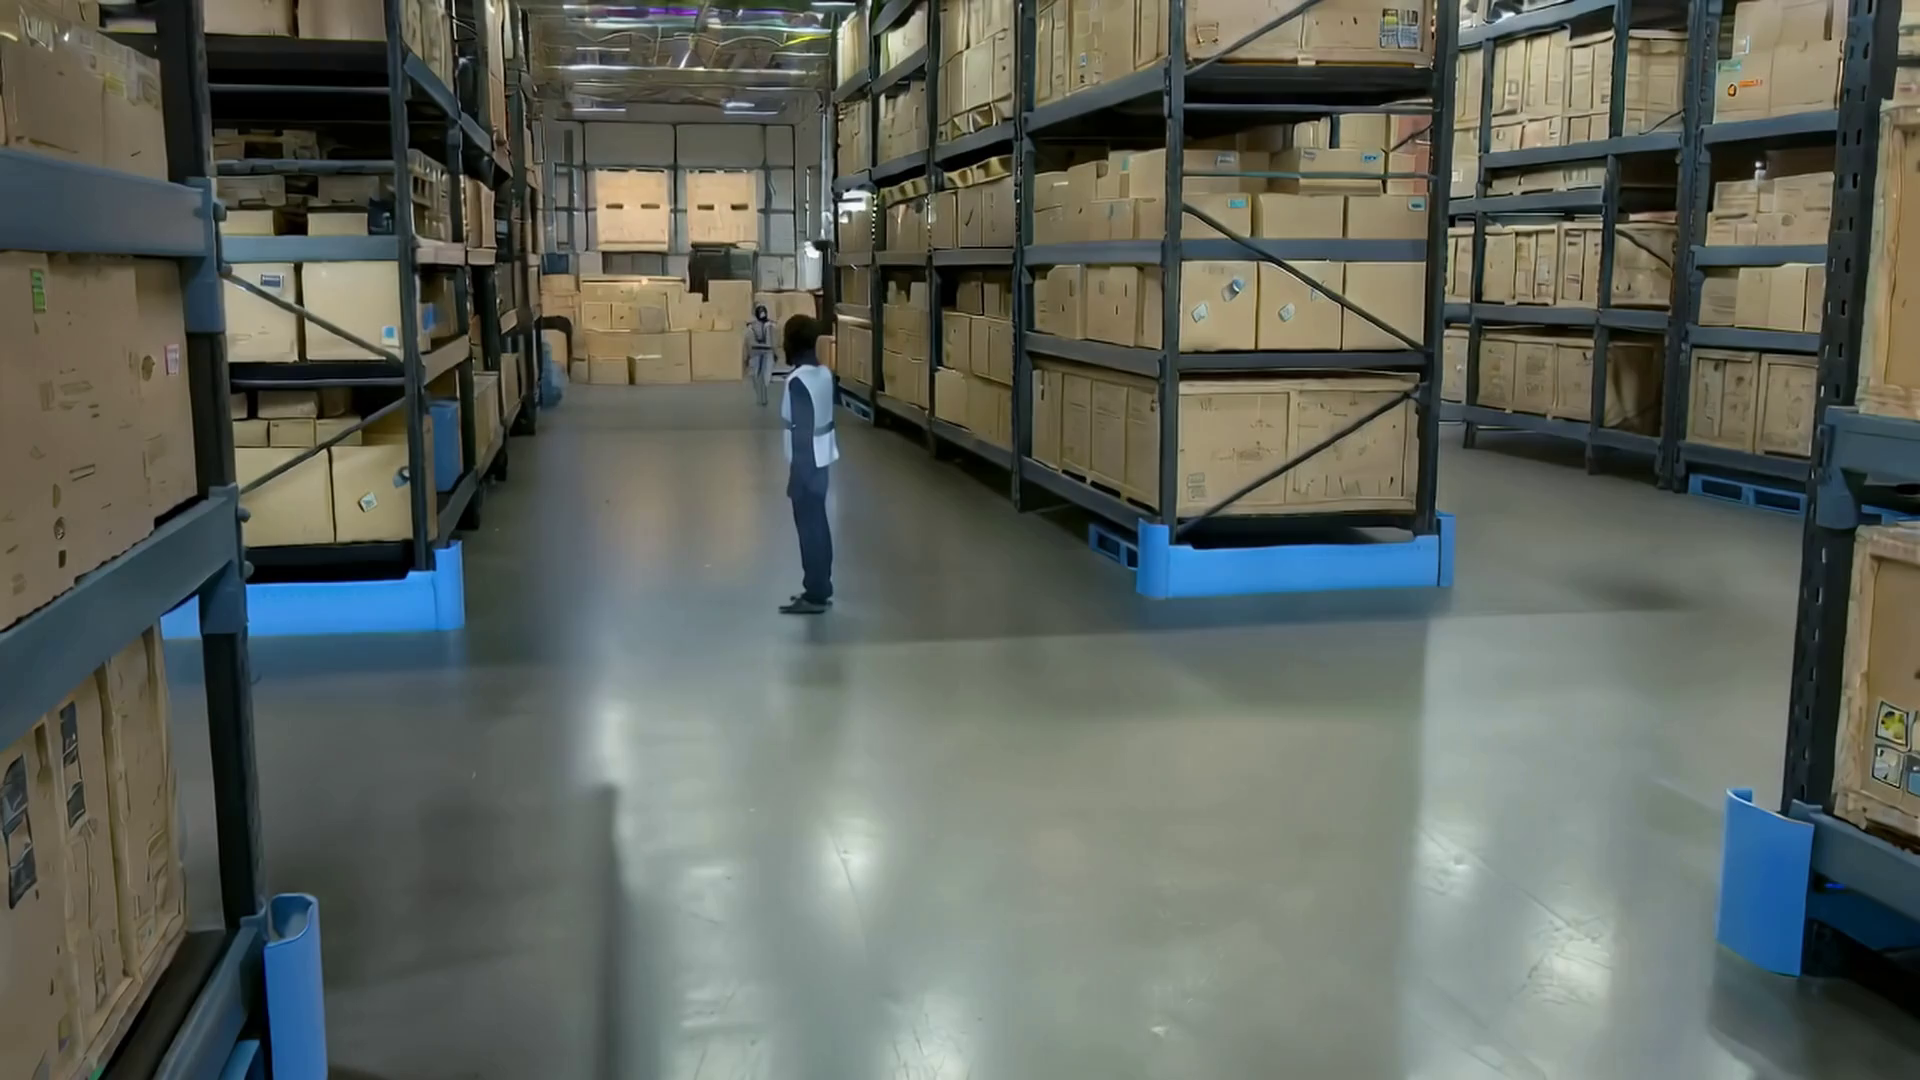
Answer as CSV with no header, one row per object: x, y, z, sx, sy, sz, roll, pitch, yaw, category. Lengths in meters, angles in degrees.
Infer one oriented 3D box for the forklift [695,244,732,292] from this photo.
-6.403,-6.321,43.352,1.129,2.768,1.873,-2,10,-12,forklift

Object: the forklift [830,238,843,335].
-2.263,-5.015,35.392,1.129,2.768,1.873,-5,11,-28,forklift

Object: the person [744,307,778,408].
-3.169,-2.907,26.449,0.533,1.592,0.855,-1,9,-4,person

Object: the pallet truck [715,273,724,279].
-8.580,-8.986,62.280,1.885,1.965,0.823,1,9,5,pallet truck

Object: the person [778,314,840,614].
-0.972,-0.480,10.674,0.378,1.917,0.597,1,9,7,person
